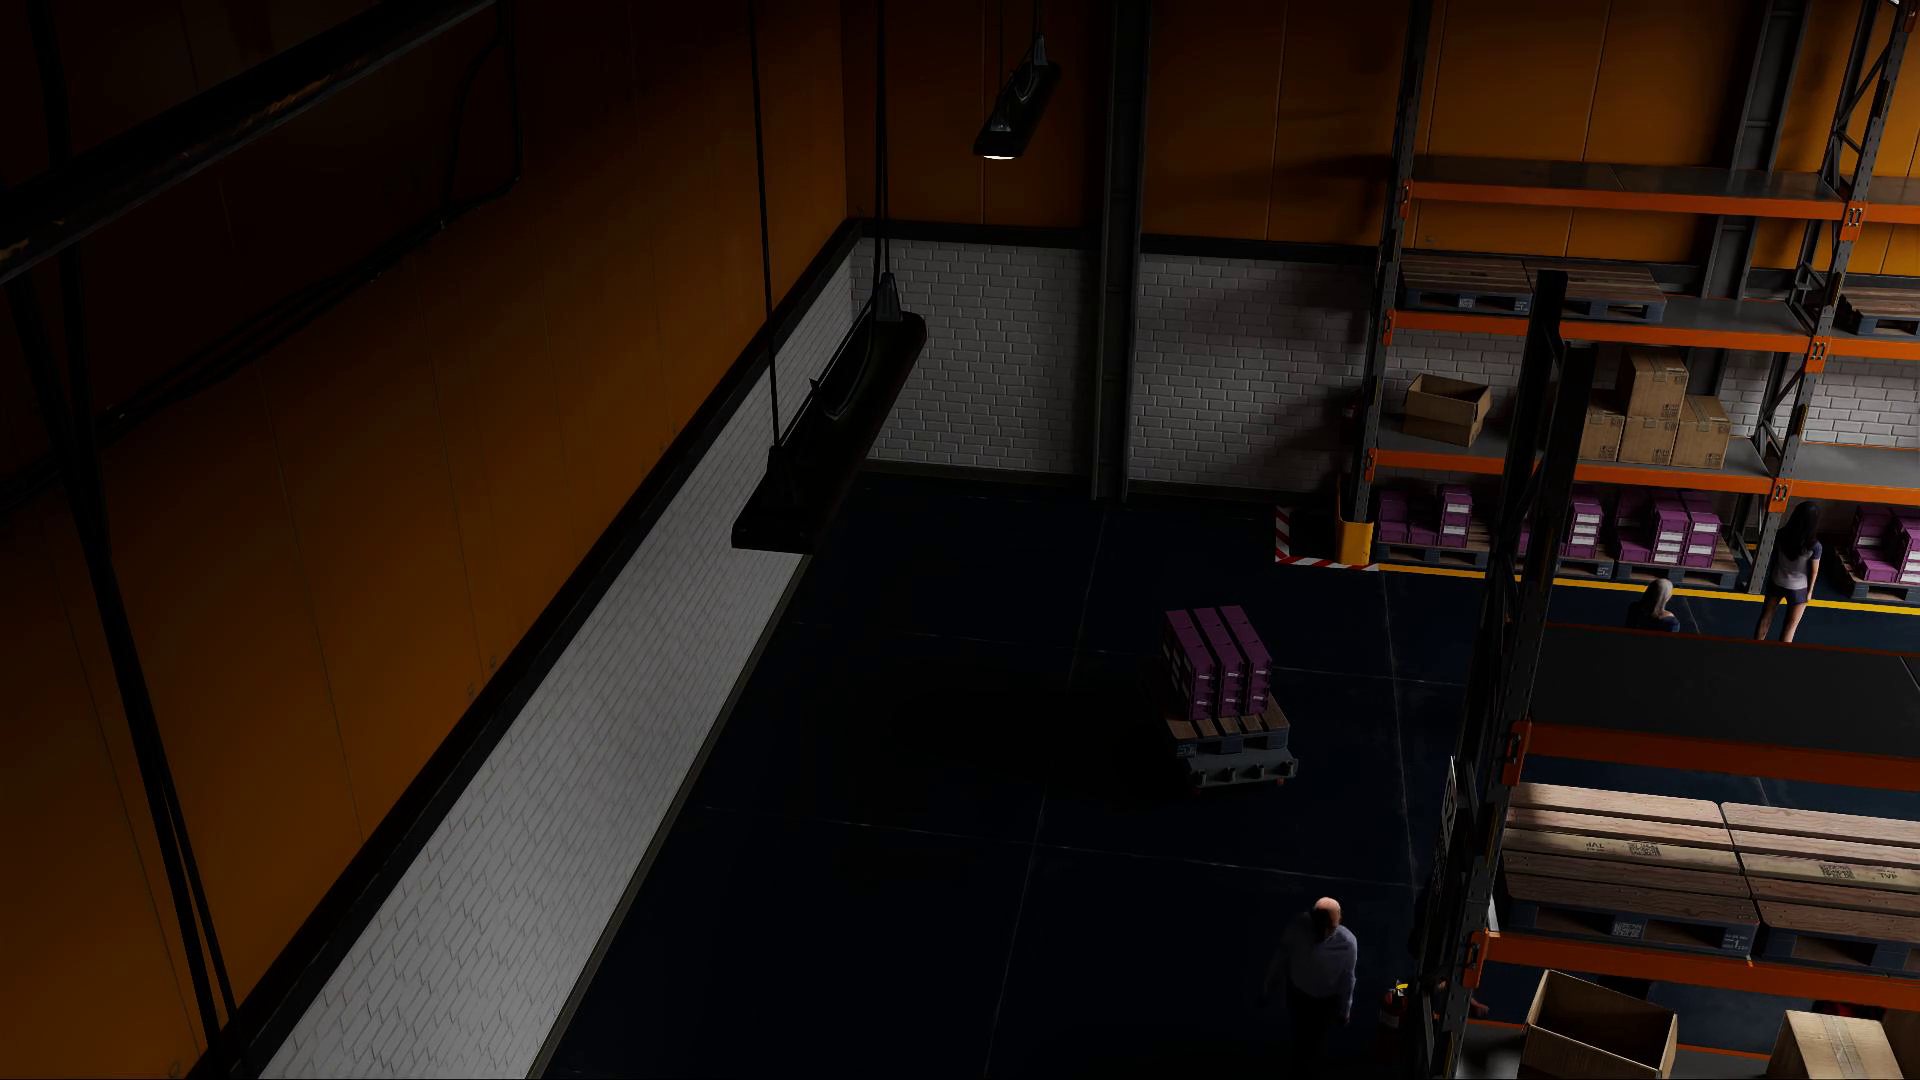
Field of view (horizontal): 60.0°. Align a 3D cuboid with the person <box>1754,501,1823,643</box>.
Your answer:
[{"bbox_3d":[7.717,0.402,15.487,0.737,1.707,0.668,-20,35,-33],"label":"person"}]

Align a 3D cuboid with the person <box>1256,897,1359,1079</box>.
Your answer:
[{"bbox_3d":[2.319,2.940,10.772,0.973,1.766,0.923,-25,38,-38],"label":"person"}]

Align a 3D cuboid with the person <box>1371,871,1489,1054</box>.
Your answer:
[{"bbox_3d":[3.257,2.762,11.135,1.133,1.730,0.821,-4,29,-8],"label":"person"}]

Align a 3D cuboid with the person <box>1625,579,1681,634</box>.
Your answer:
[{"bbox_3d":[5.860,1.075,14.263,0.770,1.697,0.686,-24,37,-37],"label":"person"}]
